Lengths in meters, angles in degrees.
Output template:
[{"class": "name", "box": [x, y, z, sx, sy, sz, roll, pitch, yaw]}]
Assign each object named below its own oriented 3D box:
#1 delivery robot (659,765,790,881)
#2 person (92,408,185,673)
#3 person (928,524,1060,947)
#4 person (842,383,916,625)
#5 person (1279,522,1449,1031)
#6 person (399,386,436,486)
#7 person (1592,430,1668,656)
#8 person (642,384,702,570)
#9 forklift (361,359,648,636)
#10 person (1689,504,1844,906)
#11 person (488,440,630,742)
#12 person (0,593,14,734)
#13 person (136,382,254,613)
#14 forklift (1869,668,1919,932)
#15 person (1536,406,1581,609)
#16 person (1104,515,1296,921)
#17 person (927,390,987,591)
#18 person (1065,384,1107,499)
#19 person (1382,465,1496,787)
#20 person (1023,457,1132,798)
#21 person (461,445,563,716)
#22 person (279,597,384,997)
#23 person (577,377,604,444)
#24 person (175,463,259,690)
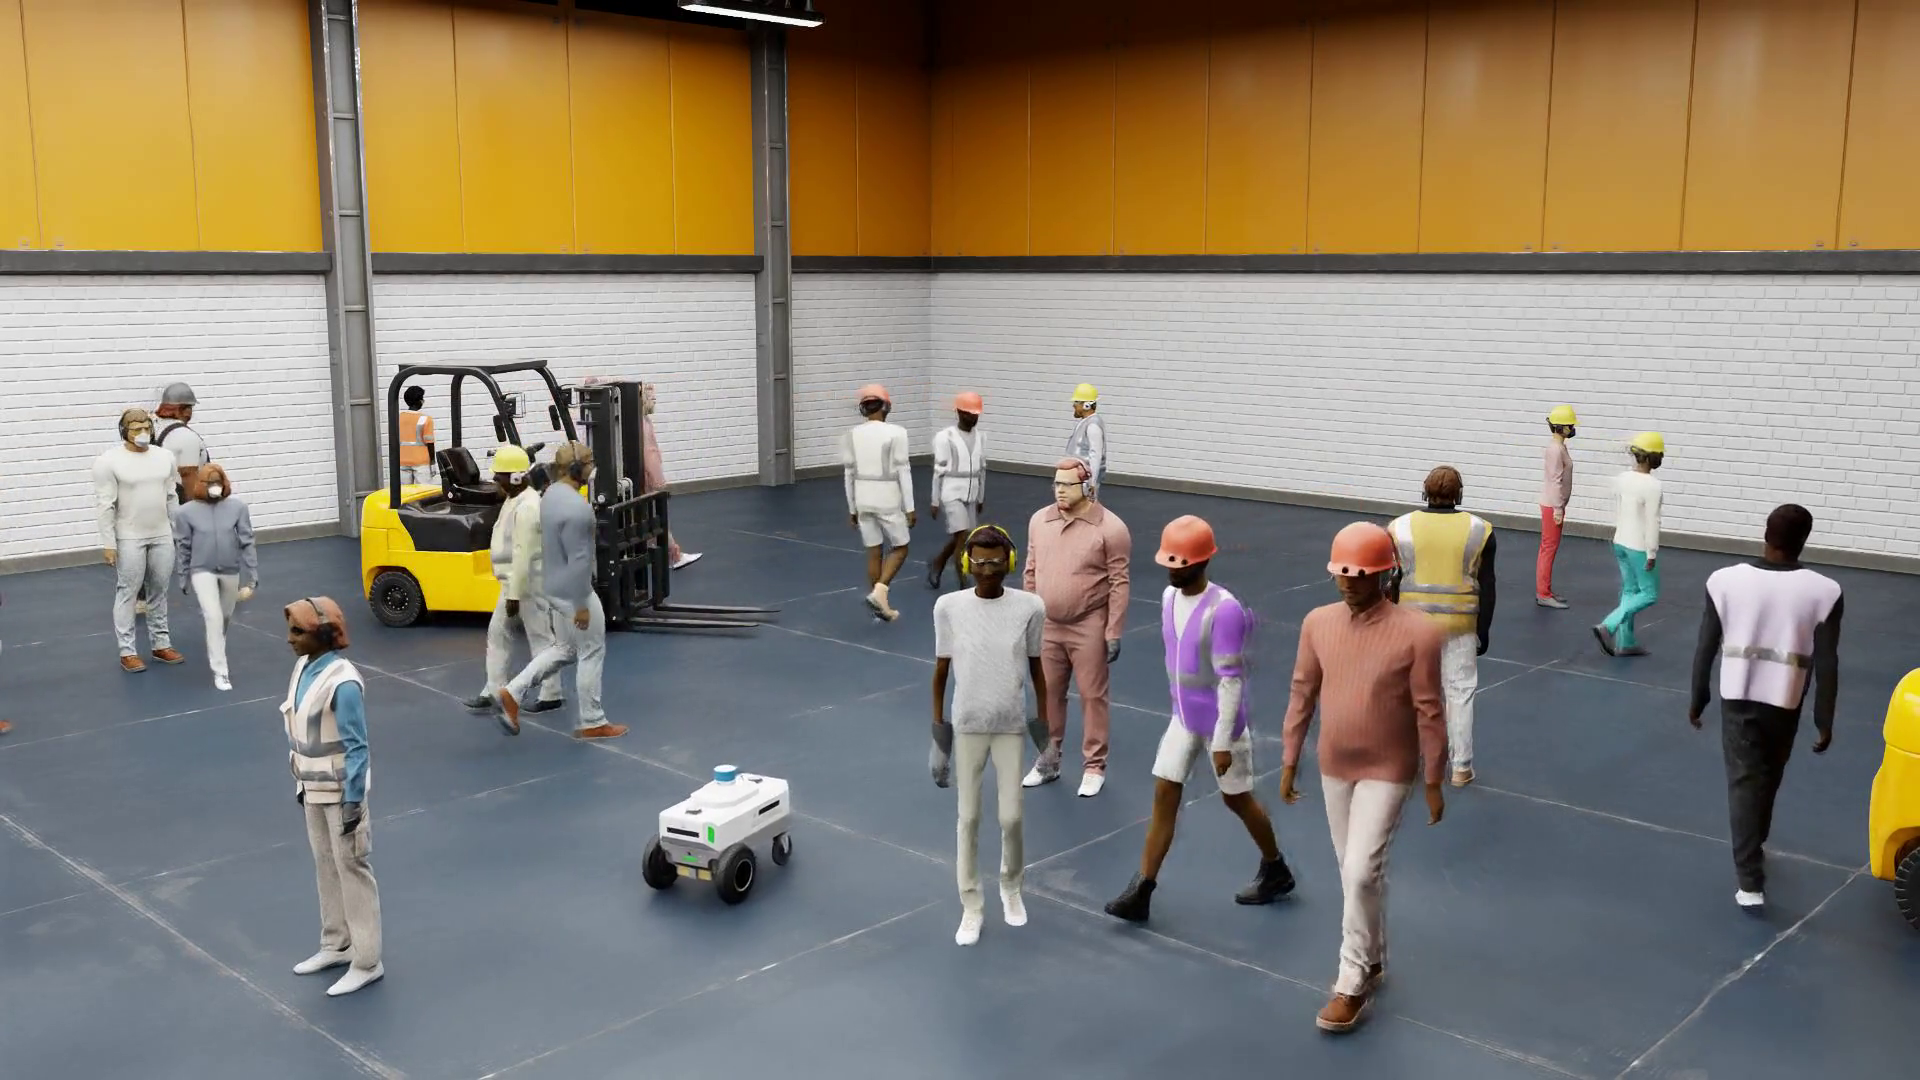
[{"class": "delivery robot", "box": [-1.125, 1.328, 8.009, 0.477, 0.478, 0.707, 5, 10, 26]}, {"class": "person", "box": [-6.035, -0.009, 12.277, 0.353, 1.937, 0.635, 6, 11, 31]}, {"class": "person", "box": [0.151, 0.838, 7.349, 0.590, 1.857, 0.498, 0, 9, 1]}, {"class": "person", "box": [-0.663, -0.282, 13.756, 0.698, 2.001, 0.583, 5, 10, 28]}, {"class": "person", "box": [1.510, 0.910, 6.528, 0.792, 1.967, 0.662, -9, 13, -43]}, {"class": "person", "box": [-5.913, -0.830, 18.074, 0.532, 1.691, 0.318, 3, 10, 17]}, {"class": "person", "box": [5.041, 0.050, 12.507, 0.504, 1.754, 0.528, -2, 9, -11]}, {"class": "person", "box": [-2.992, -0.560, 15.919, 1.000, 1.853, 0.661, -3, 10, -16]}, {"class": "forklift", "box": [-3.850, -0.407, 13.936, 2.313, 2.155, 1.214, 2, 9, 11]}, {"class": "person", "box": [3.787, 0.760, 7.856, 0.618, 1.860, 0.984, 4, 10, 25]}, {"class": "person", "box": [-2.487, 0.337, 10.264, 0.753, 1.917, 0.632, -5, 10, -27]}, {"class": "person", "box": [-6.206, 0.297, 10.410, 0.439, 1.932, 0.635, -2, 9, -12]}, {"class": "person", "box": [-6.722, -0.399, 14.362, 0.680, 2.000, 1.022, 5, 10, 27]}, {"class": "forklift", "box": [5.205, 0.723, 7.013, 2.313, 2.155, 1.214, 9, 13, 43]}, {"class": "person", "box": [5.225, -0.292, 14.546, 0.314, 1.769, 0.525, 3, 10, 18]}, {"class": "person", "box": [1.116, 0.800, 7.526, 1.020, 1.878, 0.590, -6, 11, -31]}, {"class": "person", "box": [-0.055, -0.415, 14.911, 0.557, 1.902, 0.824, -7, 12, -39]}, {"class": "person", "box": [1.231, -0.622, 16.374, 0.404, 1.829, 0.610, -1, 9, -4]}, {"class": "person", "box": [2.726, 0.491, 9.510, 0.624, 1.845, 0.430, 3, 10, 17]}, {"class": "person", "box": [0.626, 0.485, 9.347, 0.642, 1.909, 0.399, 6, 11, 32]}, {"class": "person", "box": [-2.980, 0.284, 10.869, 0.760, 1.804, 0.627, -4, 10, -23]}, {"class": "person", "box": [-2.573, 1.034, 6.806, 0.310, 1.636, 0.523, -9, 13, -43]}, {"class": "person", "box": [-3.588, -0.710, 16.736, 0.685, 1.887, 0.652, -8, 12, -39]}, {"class": "person", "box": [-5.354, 0.223, 11.953, 0.507, 1.600, 0.834, -7, 12, -38]}]
